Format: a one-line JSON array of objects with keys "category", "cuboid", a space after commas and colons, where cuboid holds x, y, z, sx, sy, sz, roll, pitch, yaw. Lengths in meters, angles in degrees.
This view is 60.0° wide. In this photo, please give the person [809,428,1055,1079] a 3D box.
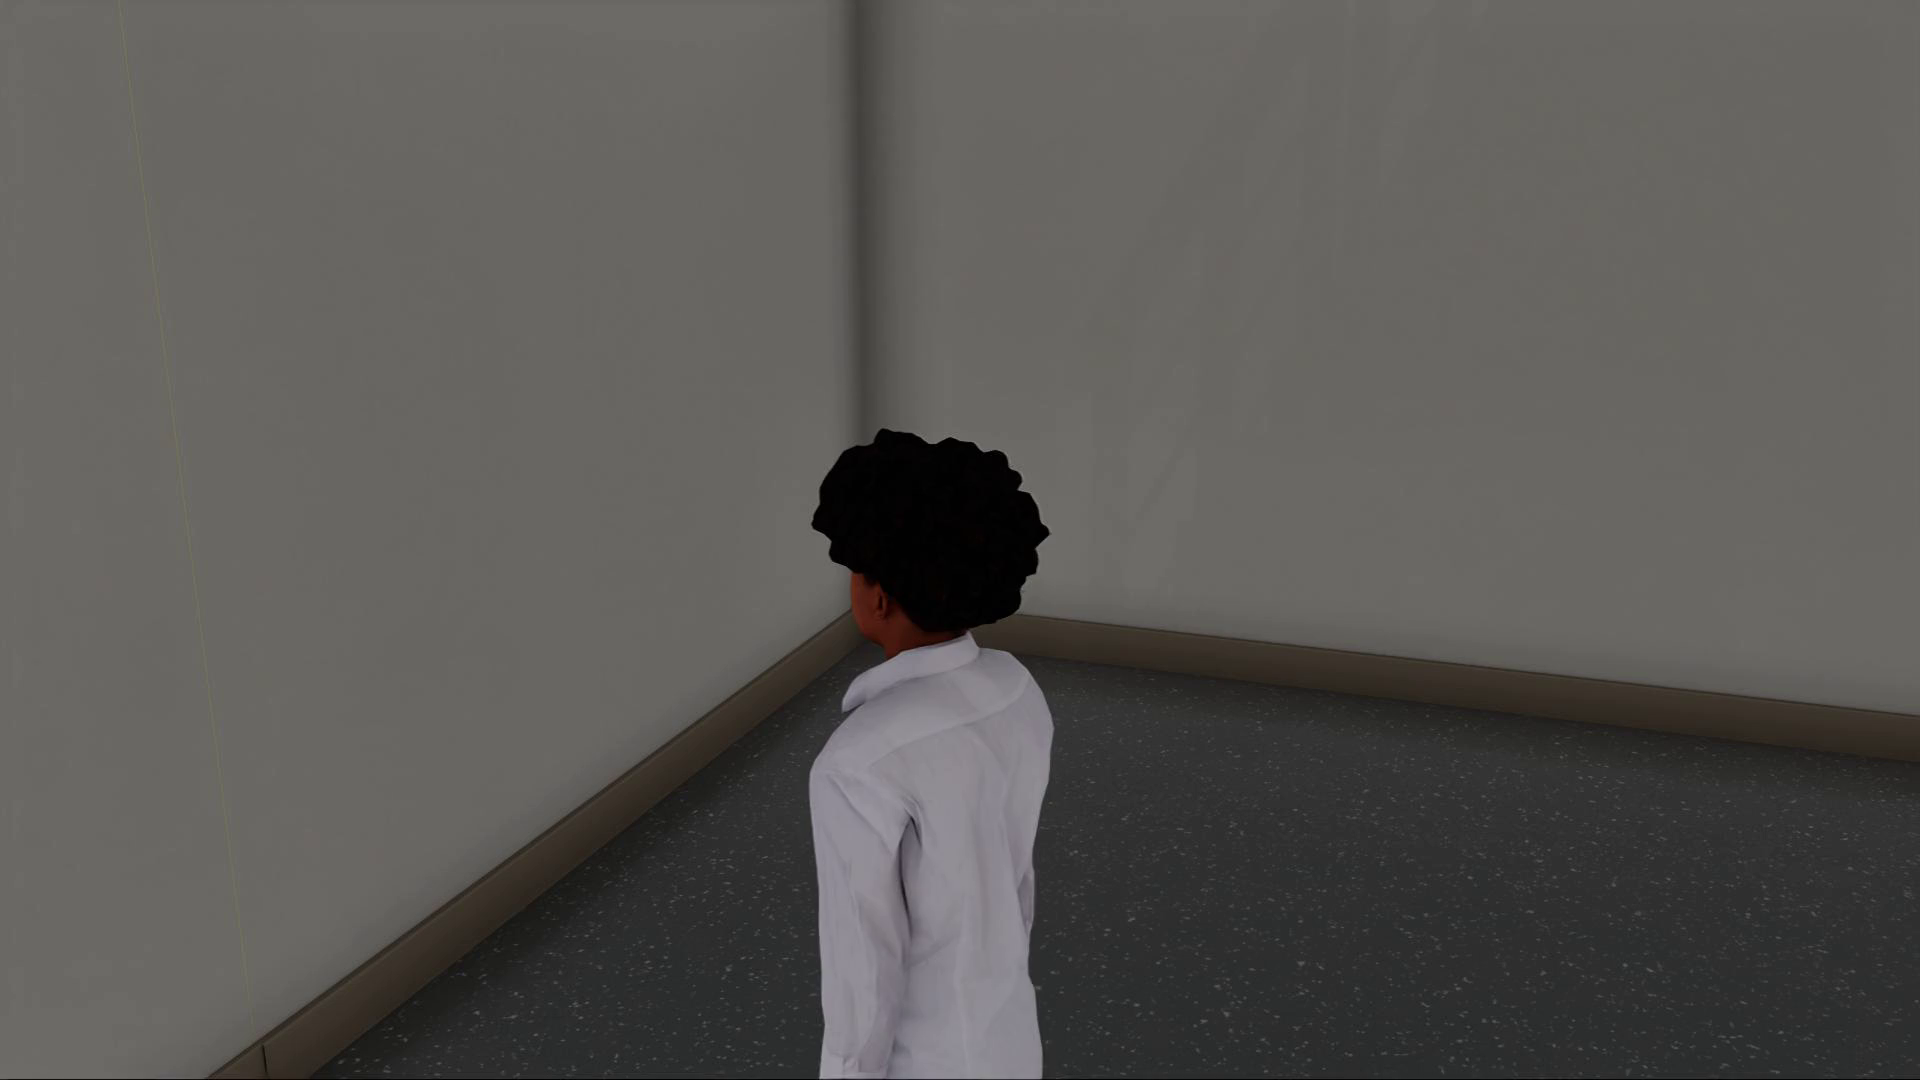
[{"category": "person", "cuboid": [-0.037, 0.731, 2.386, 0.739, 1.808, 0.554, 10, 19, 32]}]
